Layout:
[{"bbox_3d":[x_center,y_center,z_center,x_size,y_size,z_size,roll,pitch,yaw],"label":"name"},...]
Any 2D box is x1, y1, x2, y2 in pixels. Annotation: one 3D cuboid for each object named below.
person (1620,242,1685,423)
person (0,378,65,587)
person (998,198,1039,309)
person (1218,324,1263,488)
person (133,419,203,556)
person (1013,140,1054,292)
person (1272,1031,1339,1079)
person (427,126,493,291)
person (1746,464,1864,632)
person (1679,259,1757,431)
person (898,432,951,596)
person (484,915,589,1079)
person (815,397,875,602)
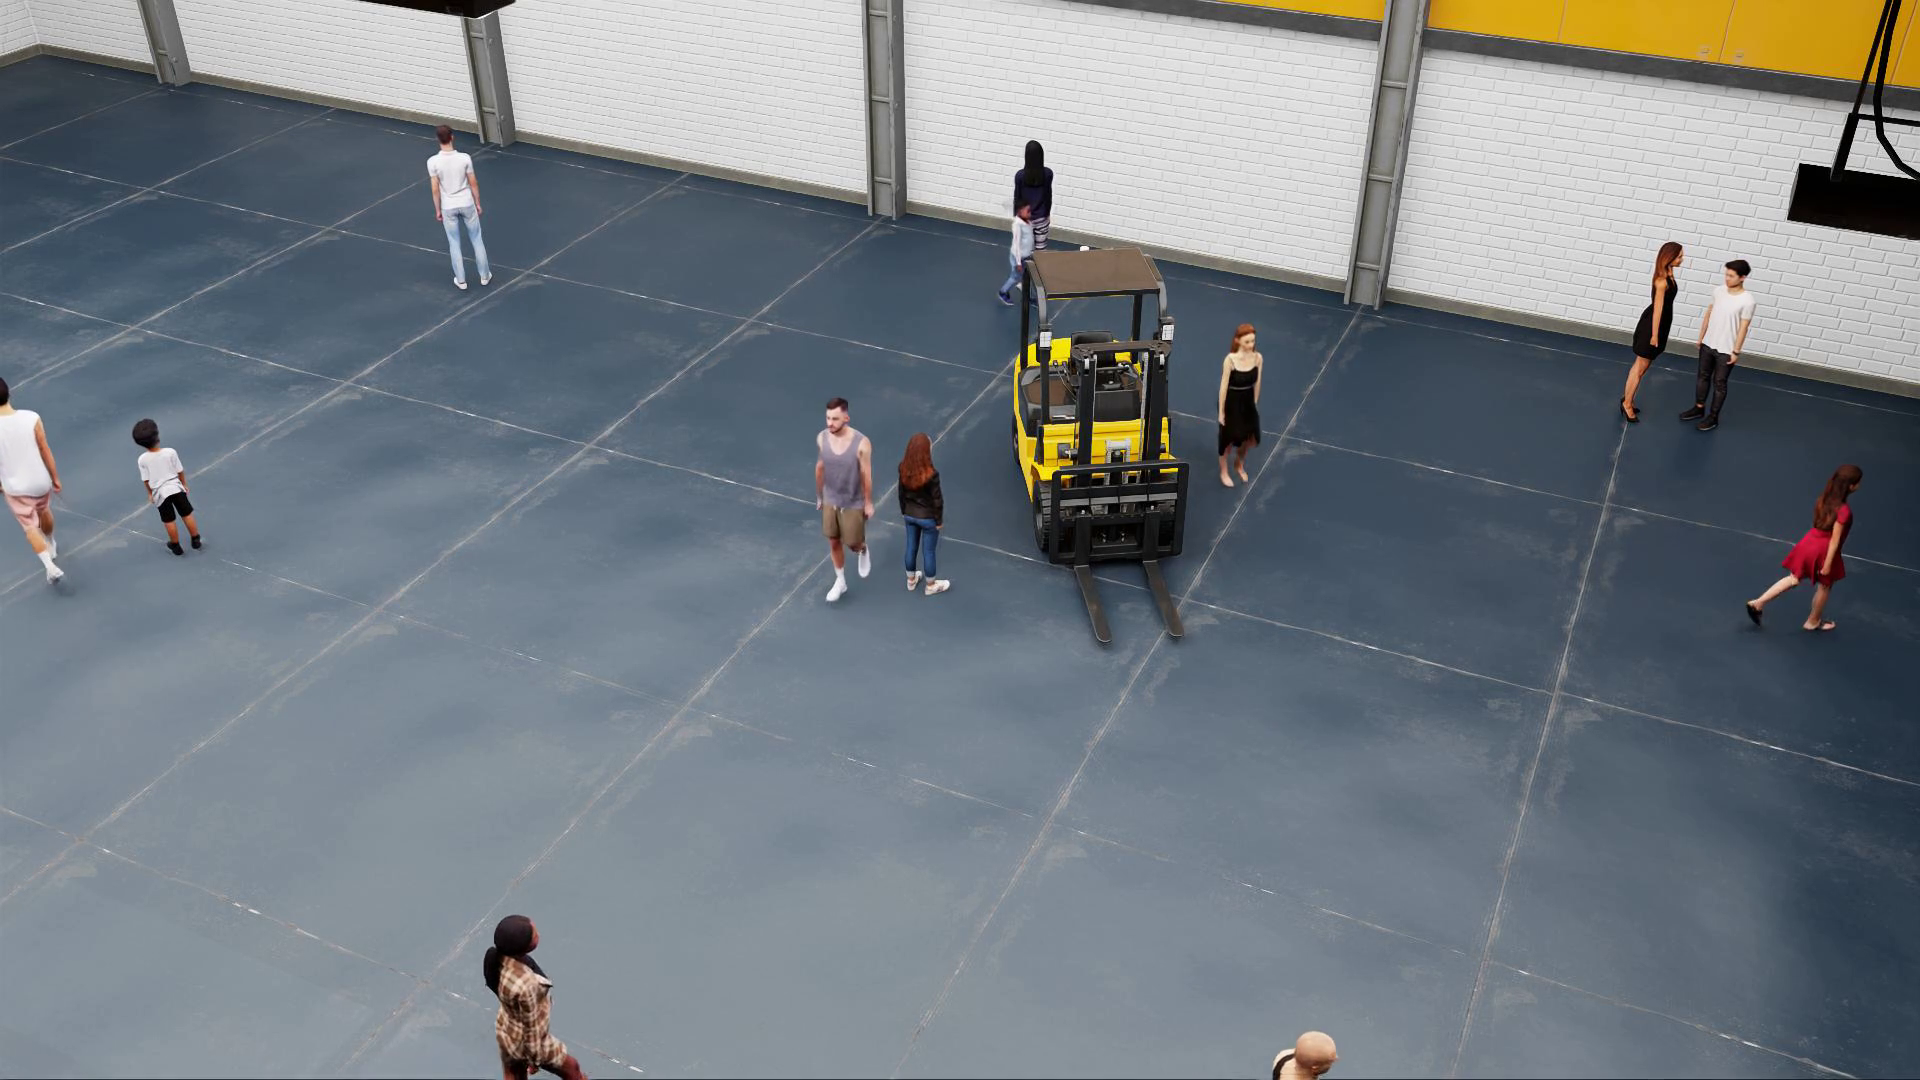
[{"bbox_3d":[6.645,-1.999,15.969,0.512,1.835,0.570,14,36,20],"label":"person"},{"bbox_3d":[-7.686,-0.445,13.708,0.987,1.750,1.234,-24,41,-32],"label":"person"},{"bbox_3d":[0.641,-3.141,18.219,0.796,1.245,0.535,19,38,26],"label":"person"},{"bbox_3d":[2.464,-1.247,15.039,0.684,1.612,0.754,-8,34,-12],"label":"person"},{"bbox_3d":[-6.756,-0.452,14.163,0.569,1.258,0.607,-21,39,-29],"label":"person"},{"bbox_3d":[0.813,-3.590,18.456,0.649,1.731,0.728,-8,35,-12],"label":"person"},{"bbox_3d":[1.568,3.110,8.312,0.903,1.803,0.842,-8,35,-12],"label":"person"},{"bbox_3d":[-5.585,-3.707,18.519,0.720,1.856,0.777,-12,35,-17],"label":"person"},{"bbox_3d":[6.704,0.085,13.107,1.050,1.532,0.856,-3,34,-5],"label":"person"},{"bbox_3d":[7.300,-1.889,15.911,0.772,1.716,0.687,-15,37,-22],"label":"person"},{"bbox_3d":[-0.320,-0.219,13.608,0.468,1.482,0.644,19,38,26],"label":"person"},{"bbox_3d":[-2.404,2.729,8.928,0.939,1.755,1.039,-25,41,-32],"label":"person"},{"bbox_3d":[-0.912,-0.376,13.457,0.751,1.835,0.768,10,35,15],"label":"person"}]
